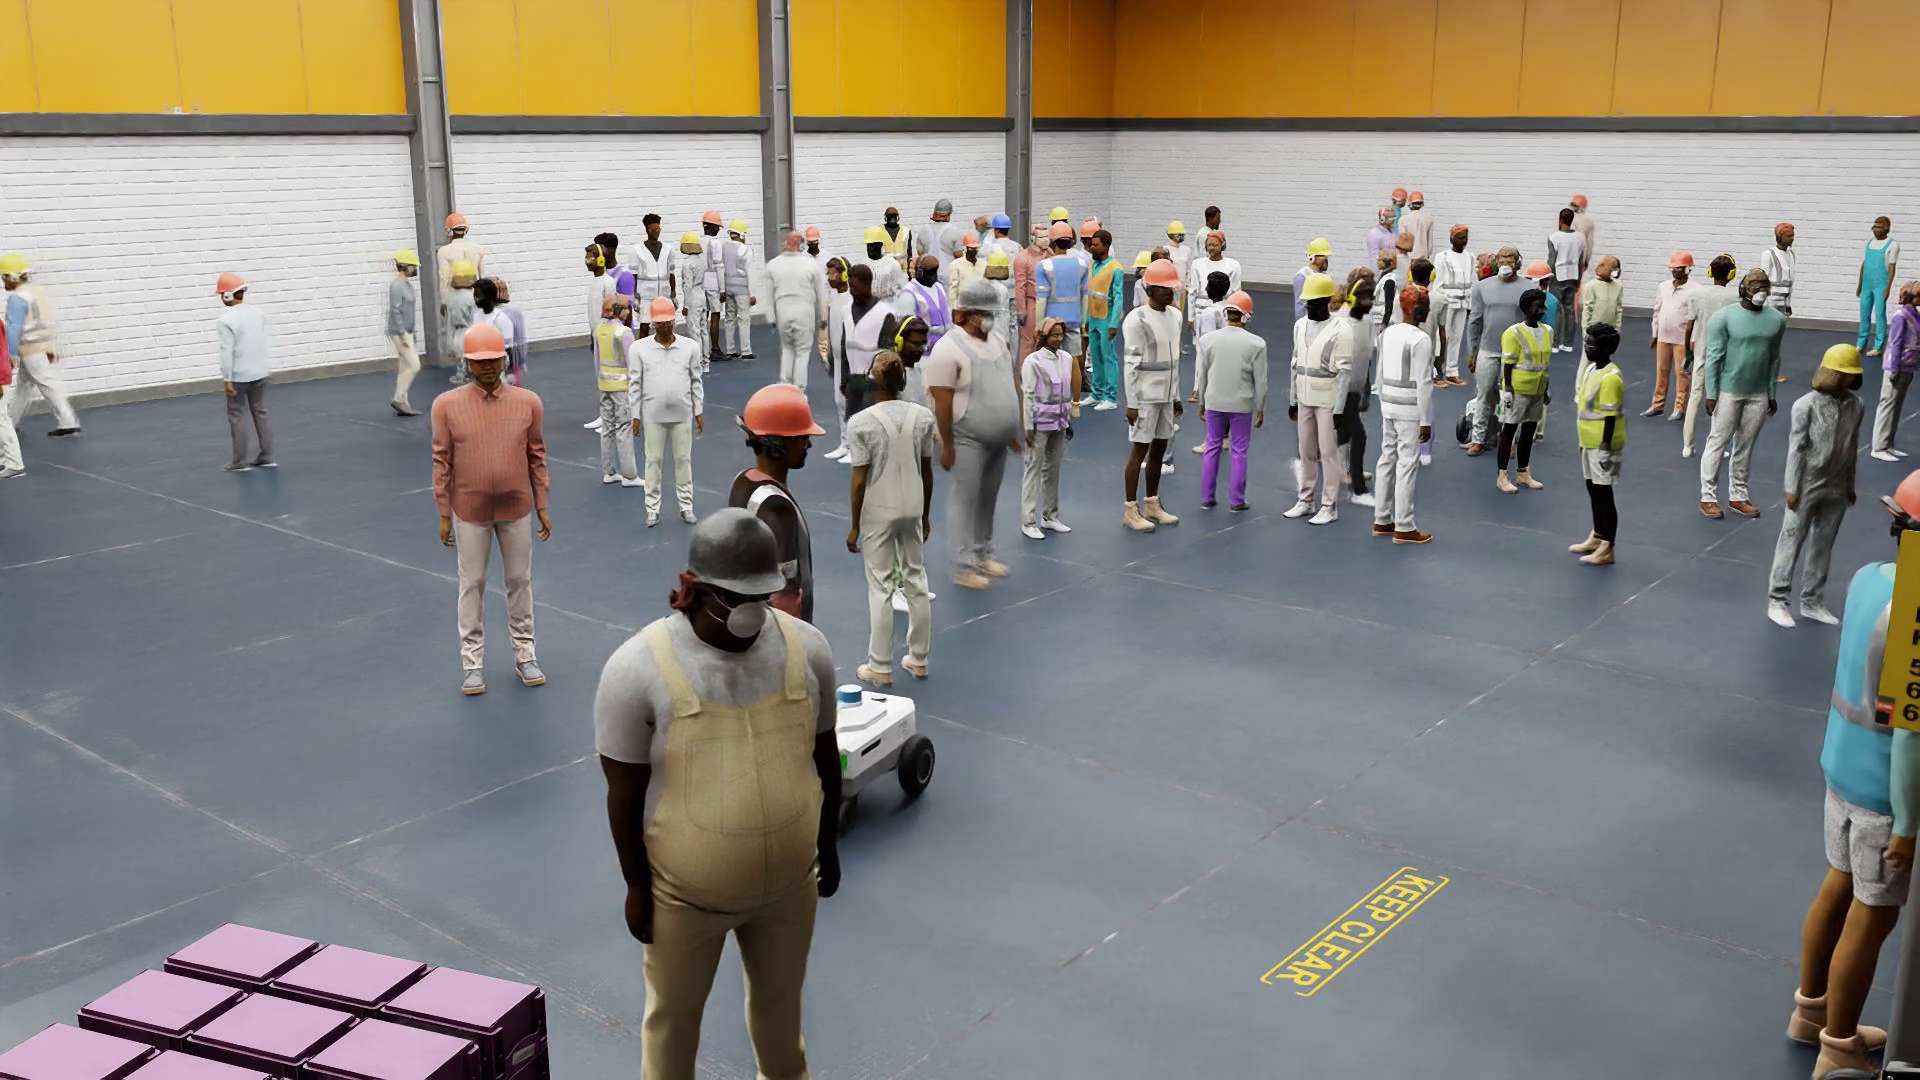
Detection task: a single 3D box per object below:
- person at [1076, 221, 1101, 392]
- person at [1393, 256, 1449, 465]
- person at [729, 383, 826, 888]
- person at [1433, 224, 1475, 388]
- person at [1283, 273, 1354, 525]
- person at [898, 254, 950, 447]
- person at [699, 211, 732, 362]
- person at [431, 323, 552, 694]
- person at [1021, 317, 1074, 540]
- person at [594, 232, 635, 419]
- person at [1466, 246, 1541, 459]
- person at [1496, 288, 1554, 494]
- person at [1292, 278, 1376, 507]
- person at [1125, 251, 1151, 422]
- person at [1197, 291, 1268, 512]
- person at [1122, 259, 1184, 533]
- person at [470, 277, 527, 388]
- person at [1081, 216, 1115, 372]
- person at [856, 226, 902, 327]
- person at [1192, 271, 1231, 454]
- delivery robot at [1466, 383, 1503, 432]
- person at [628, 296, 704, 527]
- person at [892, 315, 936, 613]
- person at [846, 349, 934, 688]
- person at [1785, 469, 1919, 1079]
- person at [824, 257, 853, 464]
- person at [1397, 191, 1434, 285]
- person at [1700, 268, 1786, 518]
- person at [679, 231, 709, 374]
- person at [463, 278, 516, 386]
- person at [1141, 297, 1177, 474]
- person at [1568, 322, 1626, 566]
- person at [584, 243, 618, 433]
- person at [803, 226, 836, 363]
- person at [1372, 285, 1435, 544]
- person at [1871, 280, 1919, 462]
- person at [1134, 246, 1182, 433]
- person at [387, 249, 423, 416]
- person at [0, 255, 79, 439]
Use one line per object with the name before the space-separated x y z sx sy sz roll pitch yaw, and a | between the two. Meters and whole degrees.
person | 1.469 -2.669 19.044 0.361 1.940 0.543 1 14 3
person | 4.079 -1.591 14.888 0.538 1.866 0.312 -1 14 -2
person | -0.707 0.393 6.599 0.382 2.041 0.616 -5 15 -20
person | 5.747 -2.721 19.366 0.587 1.882 0.341 -7 16 -27
person | 2.732 -1.079 12.737 0.397 1.920 0.586 -9 16 -31
person | -0.320 -1.781 15.730 0.429 1.830 0.637 9 17 33
person | -3.204 -3.273 21.489 0.551 1.923 0.385 12 18 40
person | -2.506 -0.170 8.943 0.611 1.996 0.378 -7 15 -24
person | 0.650 -0.832 12.319 0.311 1.636 0.521 13 19 42
person | -3.521 -2.152 16.949 0.371 1.958 0.602 -12 18 -40
person | 4.958 -1.715 15.235 0.636 1.939 0.362 6 15 22
person | 4.704 -1.240 13.827 0.537 1.696 0.318 -8 16 -28
person | 3.098 -1.214 13.487 0.888 1.828 0.530 14 19 43
person | 1.871 -2.032 16.851 0.311 1.768 0.533 -3 14 -10
person | 2.152 -1.086 13.134 0.573 1.738 0.352 7 16 25
person | 1.482 -1.082 12.493 0.391 2.040 0.615 14 19 43
person | -4.288 -1.631 15.518 0.501 1.632 0.280 -2 14 -7
person | 1.634 -3.036 20.578 0.403 1.906 0.651 -6 15 -23
person | -0.921 -2.483 18.327 0.589 1.927 0.369 7 16 27
person | 2.370 -1.639 15.422 0.318 1.696 0.532 10 17 34
delivery robot | 5.157 -1.278 16.103 0.477 0.478 0.707 9 16 31
person | -2.224 -0.973 12.644 0.573 1.749 0.332 -4 15 -17
person | -0.331 -0.486 10.478 0.327 1.863 0.535 5 15 19
person | -0.380 -0.112 9.018 0.507 1.847 0.351 -7 16 -28
person | 2.913 0.754 5.185 0.400 2.035 0.601 3 14 12
person | -1.048 -1.626 15.053 0.341 1.857 0.521 -10 17 -34
person | 7.082 -4.438 26.000 0.613 1.995 0.391 -3 14 -12
person | 6.067 -1.134 12.911 0.632 1.940 0.372 -2 14 -10
person | -3.274 -2.899 20.364 0.295 1.743 0.490 4 15 15
person | -4.330 -1.536 15.097 0.873 1.641 0.549 -13 19 -42
person | 1.744 -1.392 14.562 0.265 1.632 0.508 -3 14 -10
person | 4.451 -0.670 11.582 0.322 1.689 0.545 2 14 7
person | -3.573 -2.006 16.538 0.328 1.872 0.511 -8 16 -30
person | -1.864 -3.125 21.244 0.572 1.749 0.343 -2 14 -6
person | 3.258 -0.914 12.147 0.352 1.883 0.579 -5 15 -19
person | 8.571 -1.543 15.151 0.313 1.639 0.517 13 19 42
person | 1.956 -1.968 16.434 0.517 1.844 0.332 9 17 33
person | -5.768 -2.149 17.342 0.390 1.744 0.547 0 14 0
person | -9.089 -1.850 16.085 0.926 1.778 0.611 -3 14 -12
